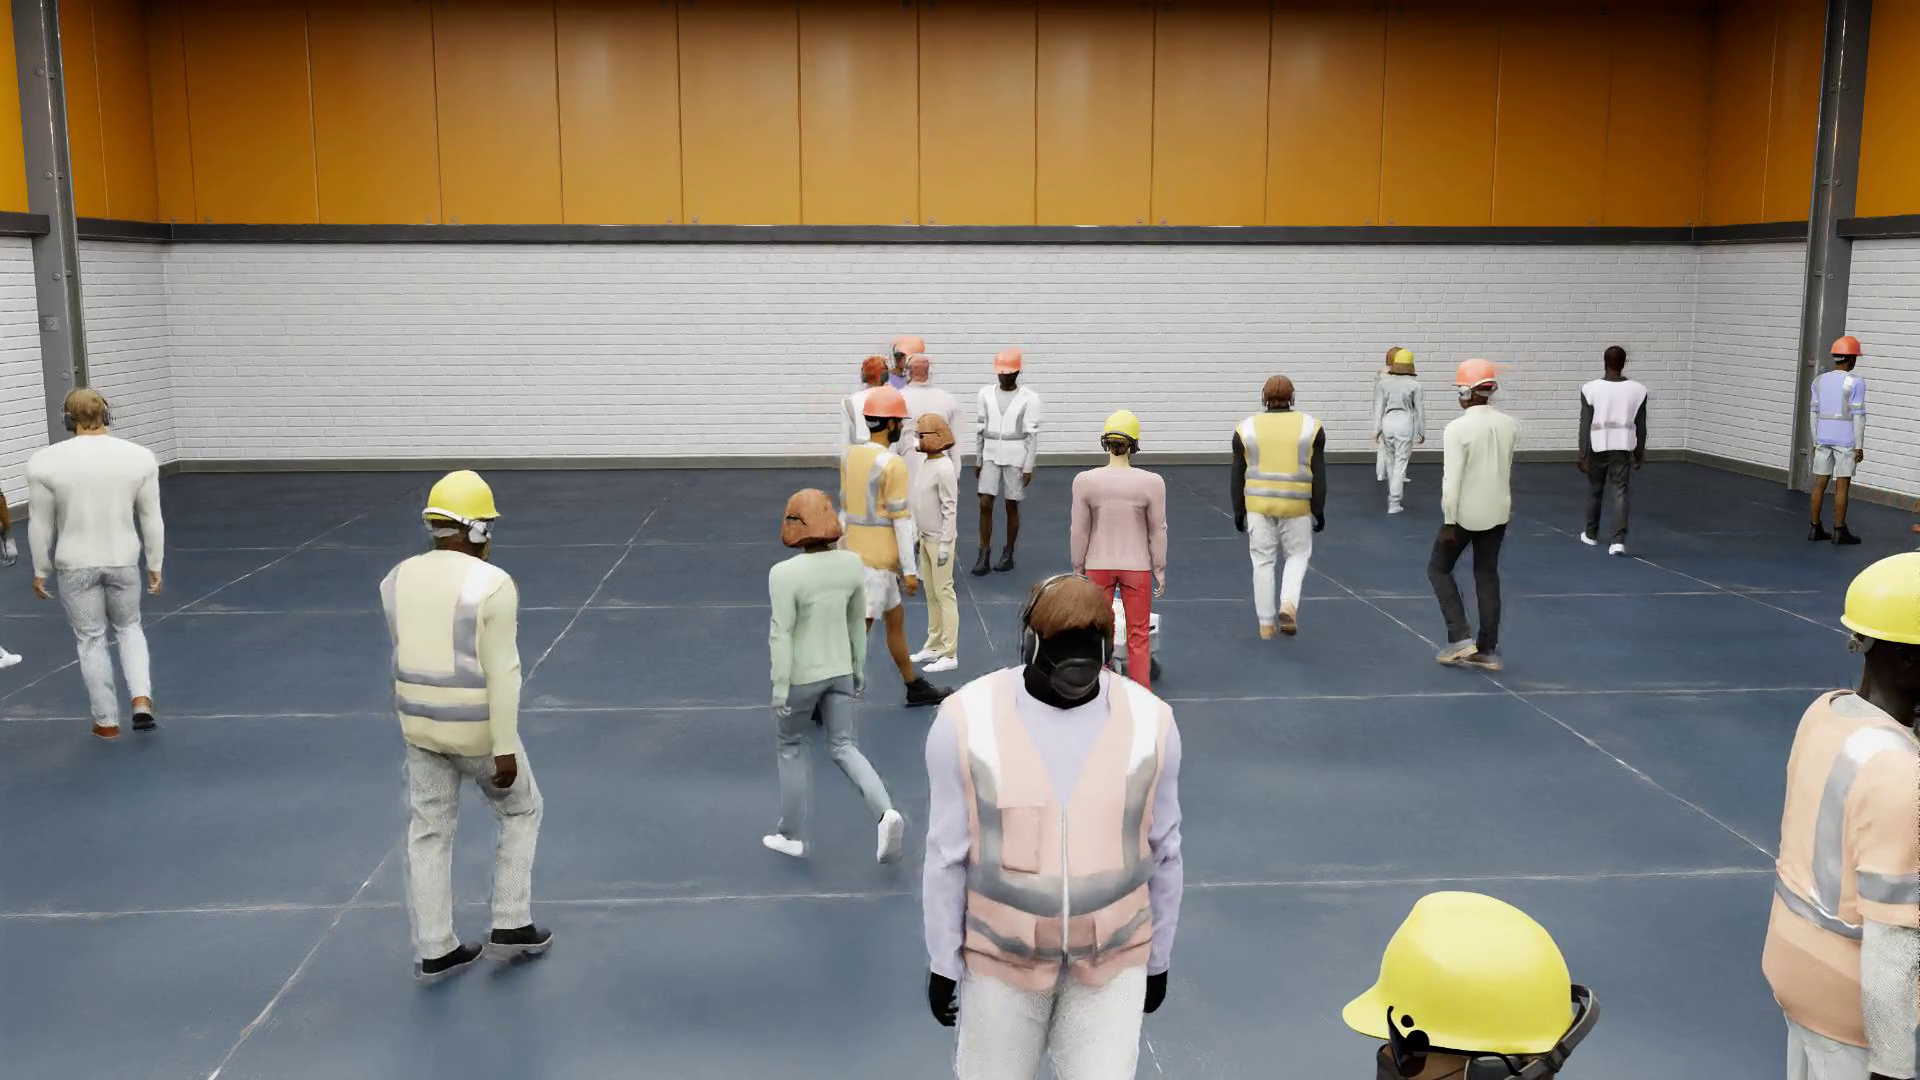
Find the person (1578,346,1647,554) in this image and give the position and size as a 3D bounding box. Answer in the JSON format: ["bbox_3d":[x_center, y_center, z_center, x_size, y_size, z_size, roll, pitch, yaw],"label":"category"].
[{"bbox_3d":[5.912,-0.821,15.083,0.612,1.869,1.022,1,9,8],"label":"person"}]

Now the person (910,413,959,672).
[{"bbox_3d":[-0.167,0.014,10.541,0.281,1.634,0.498,-3,10,-20],"label":"person"}]

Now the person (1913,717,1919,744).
[{"bbox_3d":[3.167,0.666,5.174,0.996,2.000,0.689,9,12,43],"label":"person"}]

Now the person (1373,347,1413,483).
[{"bbox_3d":[5.223,-1.502,20.043,0.514,1.642,0.310,7,11,37],"label":"person"}]

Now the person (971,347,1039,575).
[{"bbox_3d":[0.351,-0.638,13.798,0.571,1.898,0.788,3,10,18],"label":"person"}]

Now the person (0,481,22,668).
[{"bbox_3d":[-6.102,-0.023,10.174,0.537,1.835,0.937,0,9,3],"label":"person"}]

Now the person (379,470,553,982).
[{"bbox_3d":[-1.766,0.660,5.972,0.593,1.803,0.618,4,10,22],"label":"person"}]

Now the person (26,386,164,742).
[{"bbox_3d":[-4.598,0.141,8.879,0.629,1.916,0.426,-8,12,-39],"label":"person"}]

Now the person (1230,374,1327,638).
[{"bbox_3d":[2.171,-0.217,11.374,0.651,1.830,0.446,2,9,13],"label":"person"}]

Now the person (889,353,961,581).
[{"bbox_3d":[-0.263,-0.545,13.295,0.661,1.881,0.721,-6,11,-34],"label":"person"}]

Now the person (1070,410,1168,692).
[{"bbox_3d":[0.874,0.167,9.168,0.532,1.767,0.328,2,9,11],"label":"person"}]

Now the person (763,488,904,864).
[{"bbox_3d":[-0.553,0.590,7.020,0.508,1.613,0.680,-8,12,-43],"label":"person"}]

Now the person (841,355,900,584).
[{"bbox_3d":[-0.700,-0.544,13.371,0.605,1.865,0.616,2,9,12],"label":"person"}]

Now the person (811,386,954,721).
[{"bbox_3d":[-0.489,0.085,9.346,0.989,1.890,0.582,-6,11,-31],"label":"person"}]

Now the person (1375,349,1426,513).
[{"bbox_3d":[4.717,-1.166,17.707,0.498,1.710,0.825,6,11,35],"label":"person"}]

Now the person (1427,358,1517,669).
[{"bbox_3d":[3.264,-0.158,10.569,0.627,1.977,0.465,-4,10,-24],"label":"person"}]

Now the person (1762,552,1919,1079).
[{"bbox_3d":[1.945,0.976,3.584,0.386,1.928,0.589,2,9,14],"label":"person"}]

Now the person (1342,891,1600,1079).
[{"bbox_3d":[0.616,1.295,2.089,0.312,1.768,0.529,0,9,3],"label":"person"}]

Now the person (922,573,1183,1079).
[{"bbox_3d":[0.223,0.959,4.014,0.631,1.821,0.753,0,9,-3],"label":"person"}]

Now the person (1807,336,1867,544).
[{"bbox_3d":[8.195,-0.928,15.509,0.356,1.939,0.542,-4,10,-24],"label":"person"}]

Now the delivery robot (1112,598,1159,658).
[{"bbox_3d":[0.901,0.531,10.381,0.477,0.478,0.707,-8,12,-41],"label":"delivery robot"}]

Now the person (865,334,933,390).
[{"bbox_3d":[-0.551,-0.798,14.518,0.669,1.992,0.505,-1,9,-7],"label":"person"}]
